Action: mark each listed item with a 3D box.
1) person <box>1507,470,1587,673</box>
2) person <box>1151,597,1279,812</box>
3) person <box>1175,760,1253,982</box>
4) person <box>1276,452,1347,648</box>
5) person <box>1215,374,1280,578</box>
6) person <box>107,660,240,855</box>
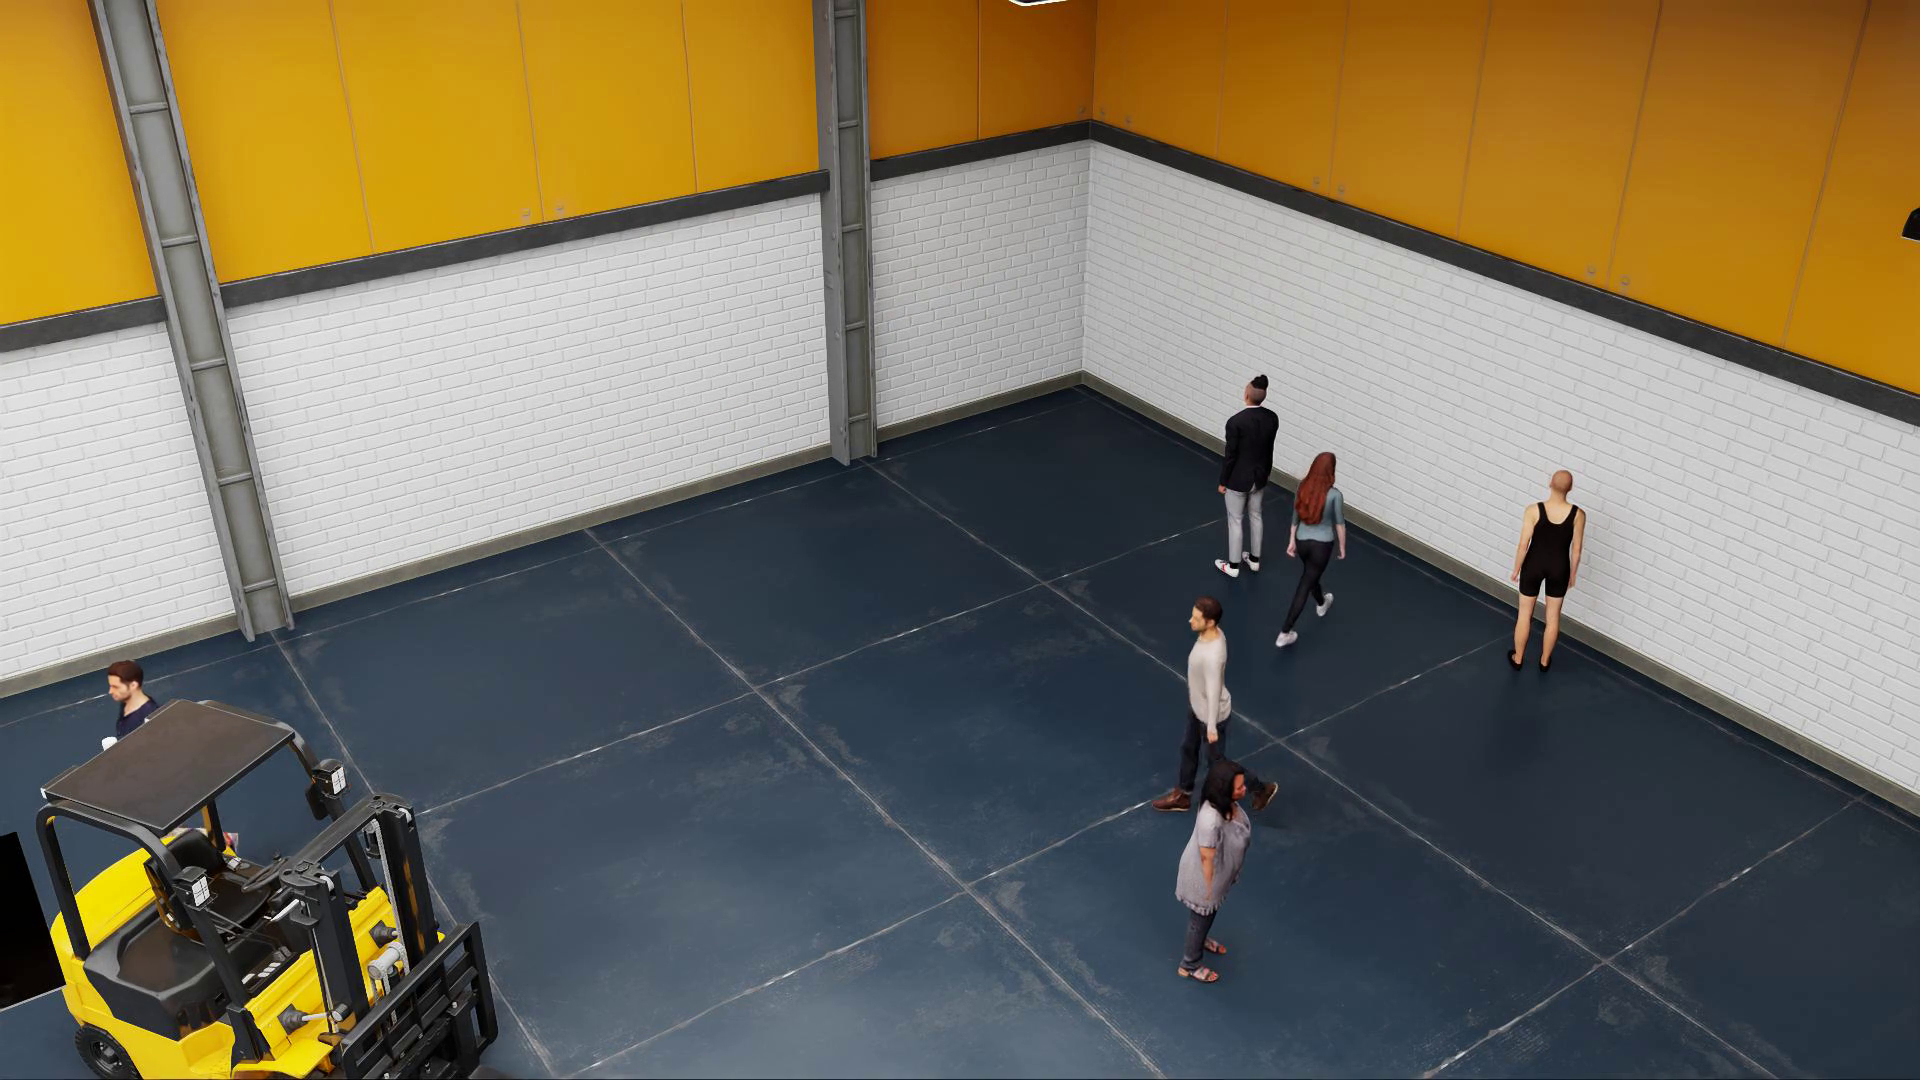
[{"bbox_3d":[4.755,0.253,13.504,0.700,1.815,0.751,6,29,11],"label":"person"},{"bbox_3d":[1.855,1.215,11.720,1.237,1.836,1.094,1,29,3],"label":"person"},{"bbox_3d":[1.563,2.037,10.453,0.835,1.605,0.772,6,29,12],"label":"person"},{"bbox_3d":[2.912,0.127,13.873,0.846,1.685,1.227,20,35,32],"label":"person"},{"bbox_3d":[2.579,-0.594,14.917,0.569,1.950,0.802,-14,31,-23],"label":"person"},{"bbox_3d":[-5.262,1.561,11.080,0.750,1.842,0.905,24,37,36],"label":"person"}]
